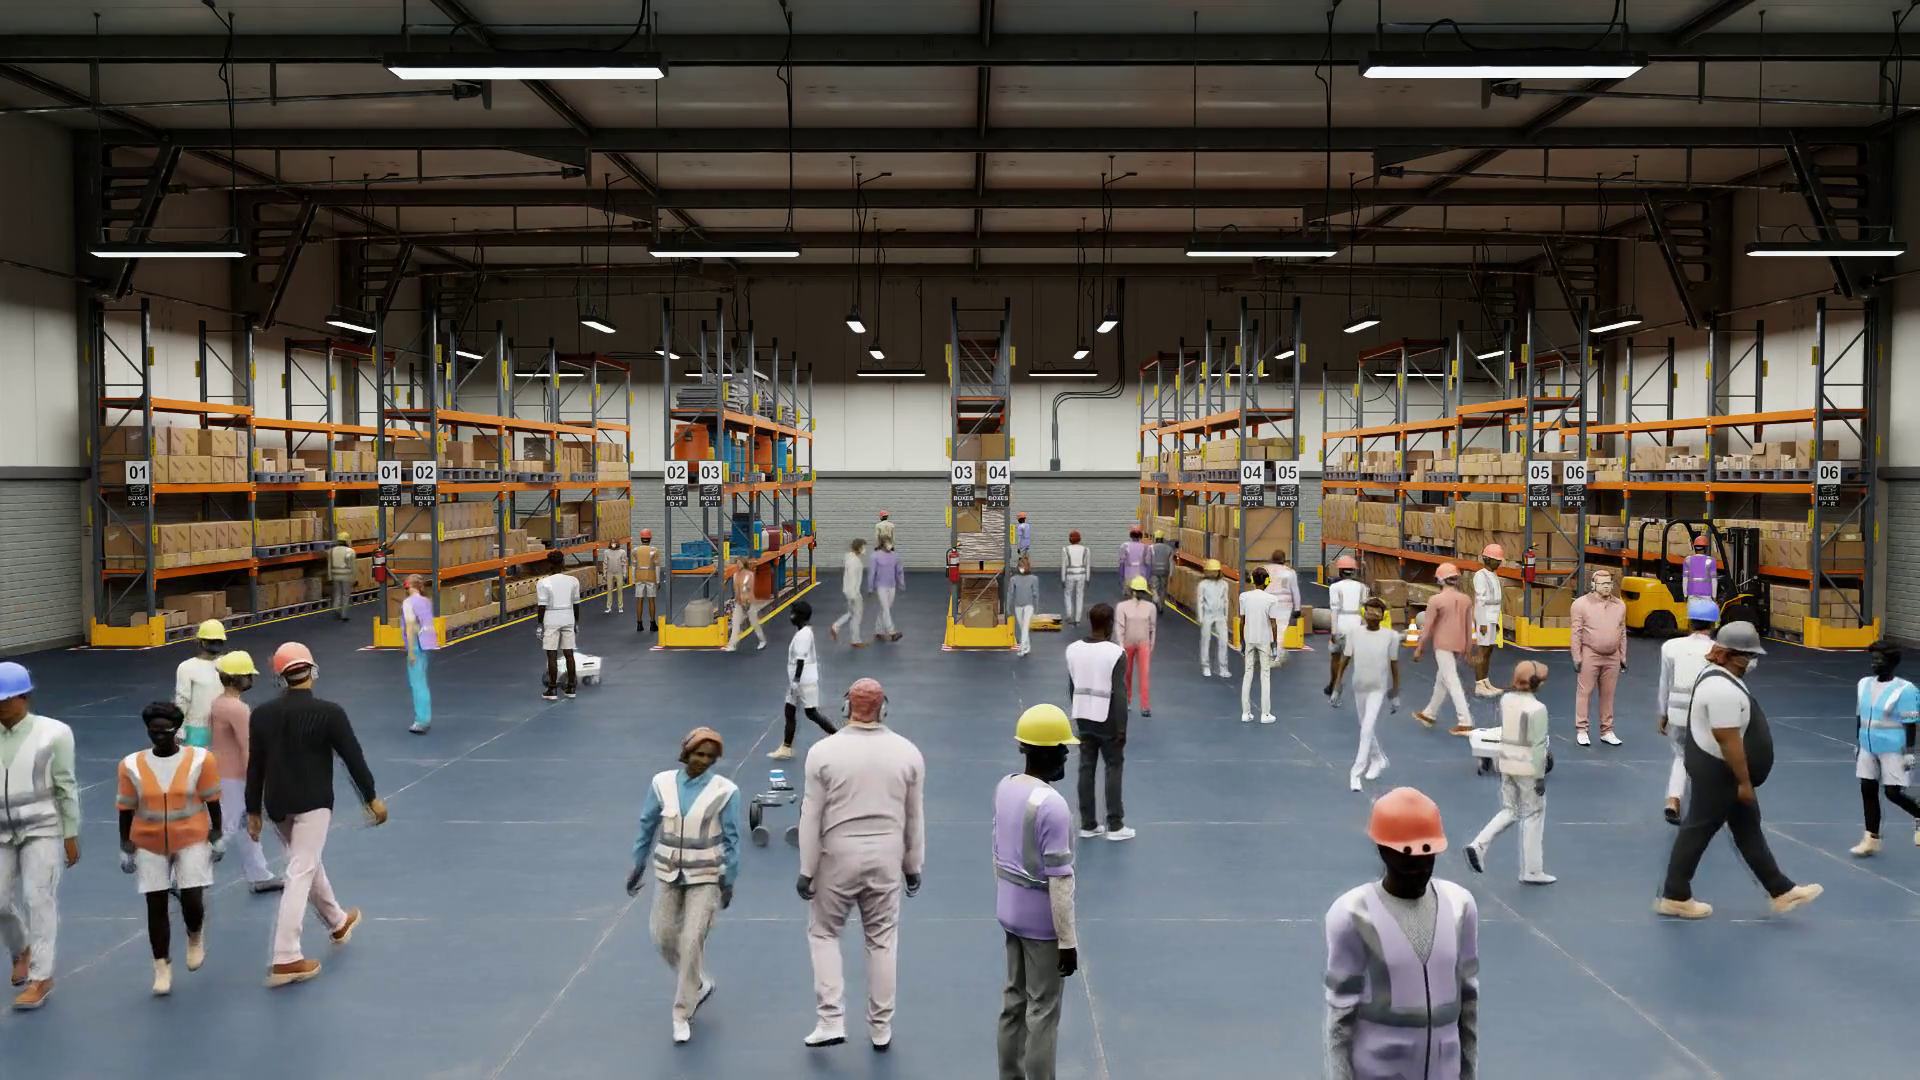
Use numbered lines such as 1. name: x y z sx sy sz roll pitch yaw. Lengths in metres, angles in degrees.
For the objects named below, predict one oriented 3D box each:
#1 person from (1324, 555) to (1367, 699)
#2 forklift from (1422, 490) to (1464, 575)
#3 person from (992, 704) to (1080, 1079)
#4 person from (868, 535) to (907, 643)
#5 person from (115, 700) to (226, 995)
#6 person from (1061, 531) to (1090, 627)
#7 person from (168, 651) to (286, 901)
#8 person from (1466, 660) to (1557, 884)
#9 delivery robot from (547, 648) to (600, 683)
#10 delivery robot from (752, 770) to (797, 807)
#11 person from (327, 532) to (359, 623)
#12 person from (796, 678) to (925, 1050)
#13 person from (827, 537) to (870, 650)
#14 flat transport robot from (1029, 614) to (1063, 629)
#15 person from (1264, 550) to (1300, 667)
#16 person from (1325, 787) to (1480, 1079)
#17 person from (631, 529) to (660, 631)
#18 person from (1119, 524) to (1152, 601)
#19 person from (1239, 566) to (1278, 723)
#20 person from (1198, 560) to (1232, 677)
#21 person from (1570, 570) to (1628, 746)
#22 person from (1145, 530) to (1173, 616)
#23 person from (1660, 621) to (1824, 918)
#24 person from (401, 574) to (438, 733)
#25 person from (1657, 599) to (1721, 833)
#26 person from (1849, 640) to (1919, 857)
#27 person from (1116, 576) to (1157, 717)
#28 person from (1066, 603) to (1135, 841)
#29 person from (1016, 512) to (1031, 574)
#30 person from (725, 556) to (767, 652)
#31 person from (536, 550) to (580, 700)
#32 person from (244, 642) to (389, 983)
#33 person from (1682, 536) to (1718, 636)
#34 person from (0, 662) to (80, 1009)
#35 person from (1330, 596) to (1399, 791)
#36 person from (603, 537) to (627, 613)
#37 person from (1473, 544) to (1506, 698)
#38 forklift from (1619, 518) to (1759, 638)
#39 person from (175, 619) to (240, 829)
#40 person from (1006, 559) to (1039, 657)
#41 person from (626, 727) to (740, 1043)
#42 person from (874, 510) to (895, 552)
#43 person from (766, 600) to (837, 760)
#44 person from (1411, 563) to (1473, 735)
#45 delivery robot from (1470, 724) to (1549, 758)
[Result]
1. person: 5.146 1.149 21.355 0.560 1.897 0.984 -1 2 -15
2. forklift: 13.926 -0.371 47.846 1.873 2.768 1.129 0 2 0
3. person: 0.354 1.692 7.212 0.370 1.927 0.588 -1 3 -27
4. person: -1.244 0.864 28.439 0.649 1.888 1.013 -2 3 -37
5. person: -4.506 1.732 9.229 0.576 1.674 0.435 -1 2 -19
6. person: 2.252 0.750 31.606 0.597 1.861 0.639 0 2 -8
7. person: -5.081 1.630 11.175 0.850 1.733 0.535 -2 3 -42
8. person: 3.988 1.667 11.611 0.568 1.623 0.509 -1 2 -16
9. delivery robot: -5.344 1.741 22.362 0.477 0.478 0.707 2 3 44
10. delivery robot: -1.487 1.981 13.085 0.335 0.223 0.698 0 2 2
11. person: -12.316 0.748 32.274 0.623 1.818 0.430 0 2 8
12. person: -0.507 1.667 8.327 0.670 1.891 0.434 -1 2 -18
13. person: -1.891 0.906 27.342 0.662 1.903 0.688 0 2 -2
14. flat transport robot: 1.623 1.569 31.367 0.652 0.197 1.431 0 2 0
15. person: 4.980 1.048 25.037 0.653 1.792 0.935 2 3 35
16. person: 1.476 1.766 5.437 0.558 1.918 0.553 -1 2 -14
17. person: -5.957 0.756 30.663 0.553 1.933 0.368 0 2 2
18. person: 3.364 0.699 30.972 0.633 2.024 0.539 0 2 1
19. person: 3.572 1.246 19.321 0.502 1.862 0.331 1 3 31
20. person: 3.712 1.149 23.509 0.504 1.711 0.769 -1 2 -13
21. person: 7.010 1.286 17.670 0.636 1.910 0.406 0 2 -6
22. person: 4.188 0.688 33.862 0.598 1.816 0.585 0 2 -1
23. person: 5.165 1.518 10.691 1.017 2.000 0.694 1 2 23
24. person: -6.269 1.300 18.630 0.406 1.804 0.749 0 2 3
25. person: 6.048 1.449 13.245 0.464 1.930 0.638 -2 3 -43
26. person: 7.197 1.605 12.475 0.567 1.683 0.540 -1 2 -17
27. person: 2.172 1.294 19.925 0.516 1.709 0.942 0 2 -1
28. person: 1.129 1.466 13.108 0.610 1.914 0.449 2 3 40
29. person: 1.761 0.172 45.523 0.388 1.929 0.548 2 3 37
30. person: -3.584 1.064 27.095 0.524 1.601 0.856 2 3 34
31. person: -5.312 1.113 21.324 0.609 1.963 0.369 -2 3 -39
32. person: -3.853 1.583 9.715 0.716 1.926 1.018 1 2 15
33. person: 12.489 0.892 27.235 0.549 1.934 0.374 2 3 41
34. person: -5.245 1.621 9.007 0.654 1.922 0.563 0 2 -10
35. person: 3.894 1.428 15.411 0.611 1.812 0.968 1 3 28
36. person: -7.402 0.748 34.606 0.507 1.633 0.277 0 2 -4
37. person: 7.082 1.069 21.569 0.390 2.034 0.605 2 3 34
38. forklift: 13.417 0.684 29.791 2.313 2.155 1.214 0 2 0
39. person: -6.196 1.539 13.290 0.343 1.759 0.608 2 3 37
40. person: 1.039 1.095 26.448 0.518 1.589 0.864 1 2 19
41. person: -1.441 1.791 8.540 0.590 1.611 0.489 1 2 13
42. person: -2.110 0.162 45.005 0.615 1.987 0.407 -1 3 -31
43. person: -1.555 1.444 16.685 0.806 1.670 0.527 0 2 -10
44. person: 5.544 1.236 18.513 0.622 1.941 1.021 -1 3 -31
45. delivery robot: 5.397 1.998 15.882 0.707 0.478 0.477 2 3 39
